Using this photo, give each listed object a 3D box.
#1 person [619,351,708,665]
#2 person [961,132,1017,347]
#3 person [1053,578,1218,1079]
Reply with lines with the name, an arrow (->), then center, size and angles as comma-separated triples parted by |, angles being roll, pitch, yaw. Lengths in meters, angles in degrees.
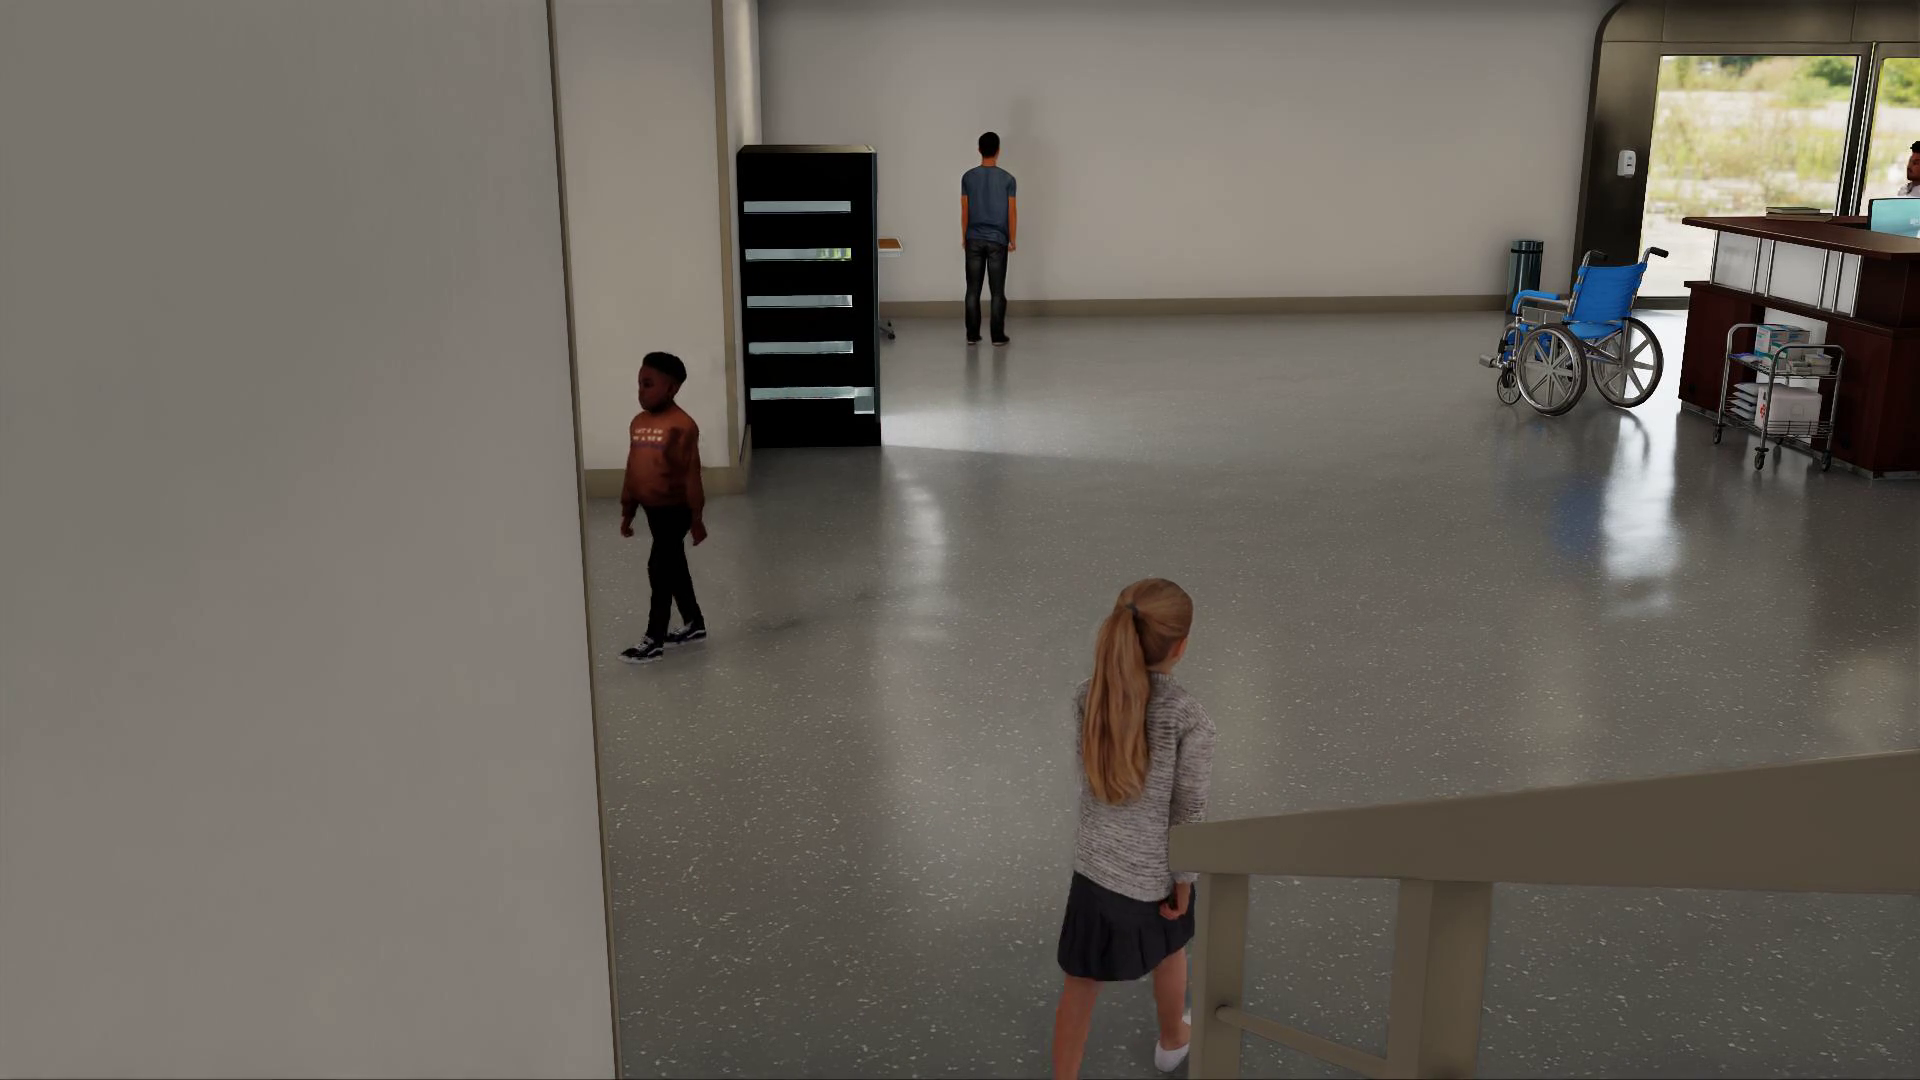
person -> -1.128, -0.143, 6.718 | 0.765, 1.239, 0.819 | 13, 21, 39
person -> 0.231, -2.594, 14.361 | 0.690, 1.808, 0.631 | 3, 16, 11
person -> 0.342, 0.721, 3.622 | 0.774, 1.249, 0.952 | 7, 17, 25
